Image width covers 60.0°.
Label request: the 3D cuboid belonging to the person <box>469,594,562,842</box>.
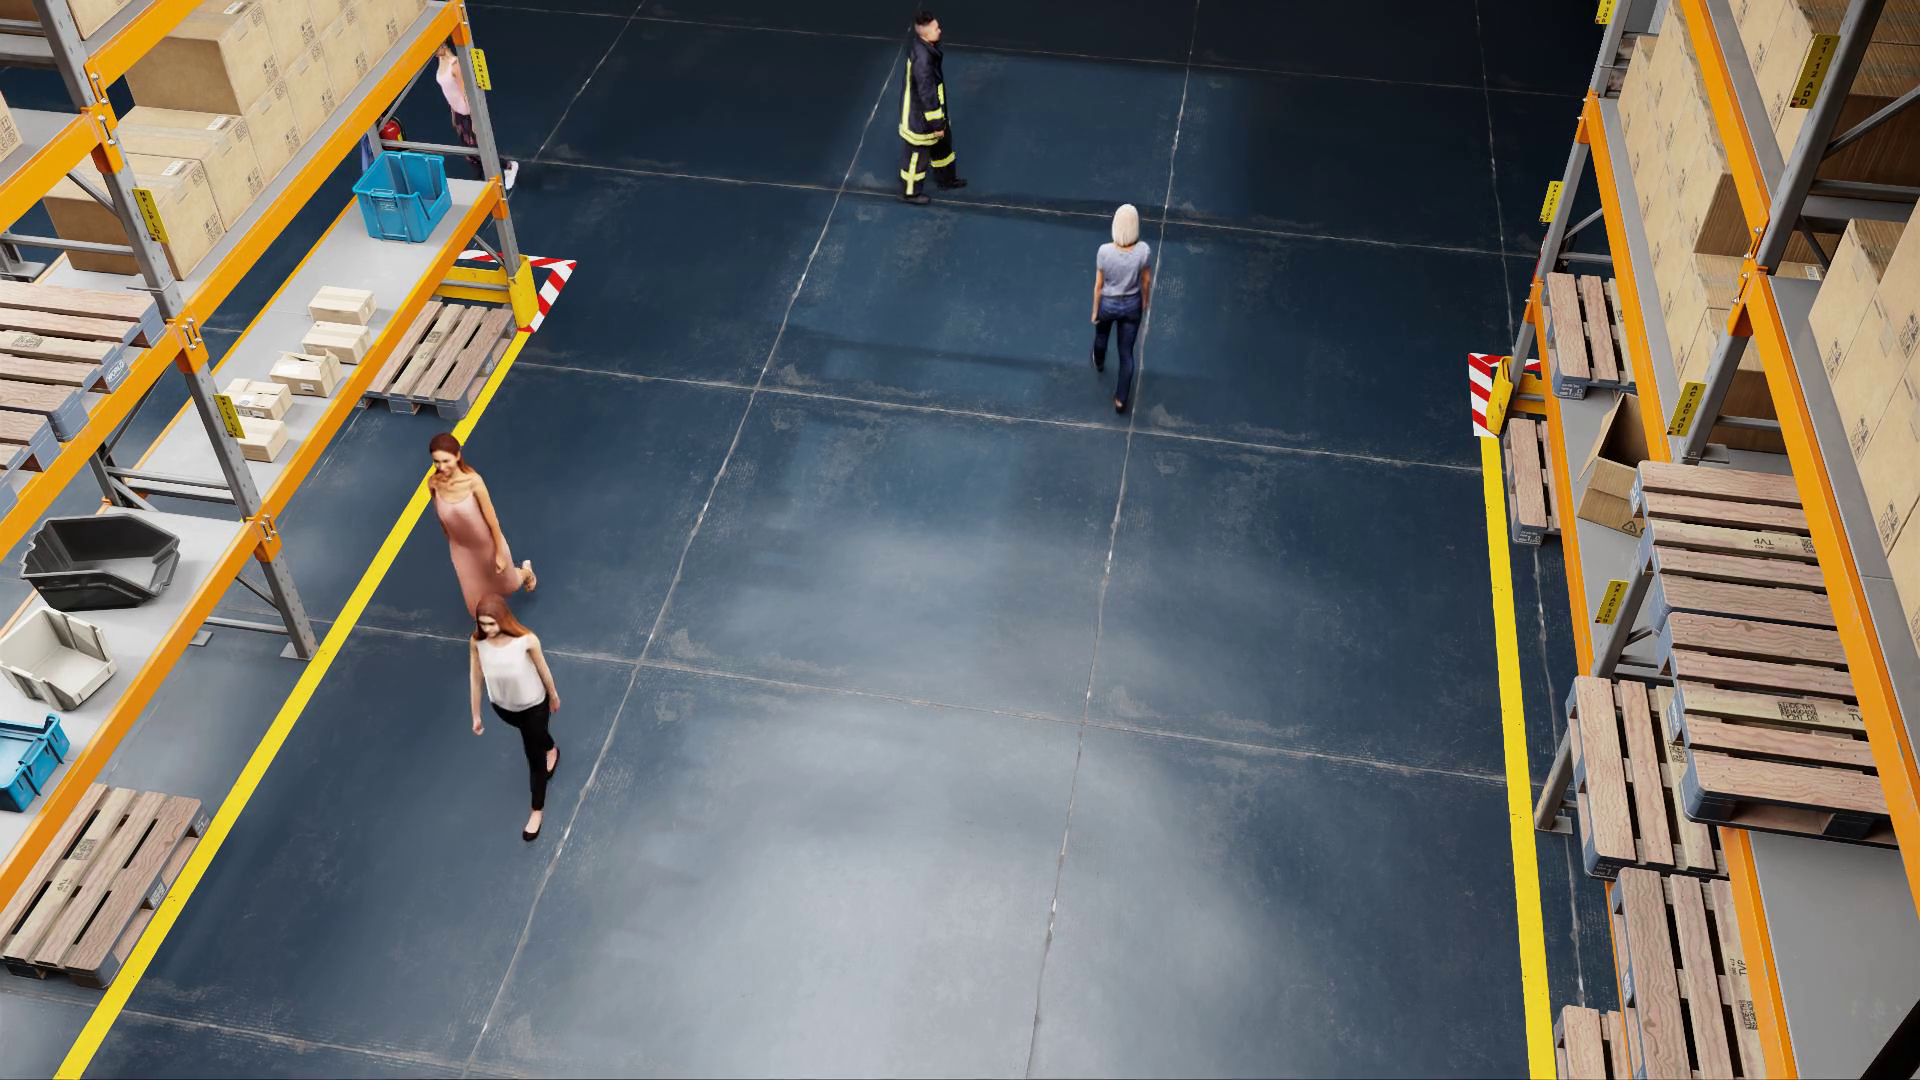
[{"bbox_3d":[-2.590,0.888,9.872,0.595,1.687,1.003,6,44,7],"label":"person"}]

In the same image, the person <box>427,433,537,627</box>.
[{"bbox_3d":[-3.062,-0.007,10.726,0.621,1.806,1.062,5,44,5],"label":"person"}]

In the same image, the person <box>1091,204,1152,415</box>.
[{"bbox_3d":[1.217,-1.706,12.594,0.734,1.689,1.038,-1,44,-1],"label":"person"}]

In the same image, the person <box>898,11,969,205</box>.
[{"bbox_3d":[-0.406,-3.817,14.696,0.952,1.847,0.898,-2,44,-2],"label":"person"}]

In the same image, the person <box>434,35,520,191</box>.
[{"bbox_3d":[-4.346,-3.854,14.875,0.930,1.652,0.866,-31,52,-28],"label":"person"}]
